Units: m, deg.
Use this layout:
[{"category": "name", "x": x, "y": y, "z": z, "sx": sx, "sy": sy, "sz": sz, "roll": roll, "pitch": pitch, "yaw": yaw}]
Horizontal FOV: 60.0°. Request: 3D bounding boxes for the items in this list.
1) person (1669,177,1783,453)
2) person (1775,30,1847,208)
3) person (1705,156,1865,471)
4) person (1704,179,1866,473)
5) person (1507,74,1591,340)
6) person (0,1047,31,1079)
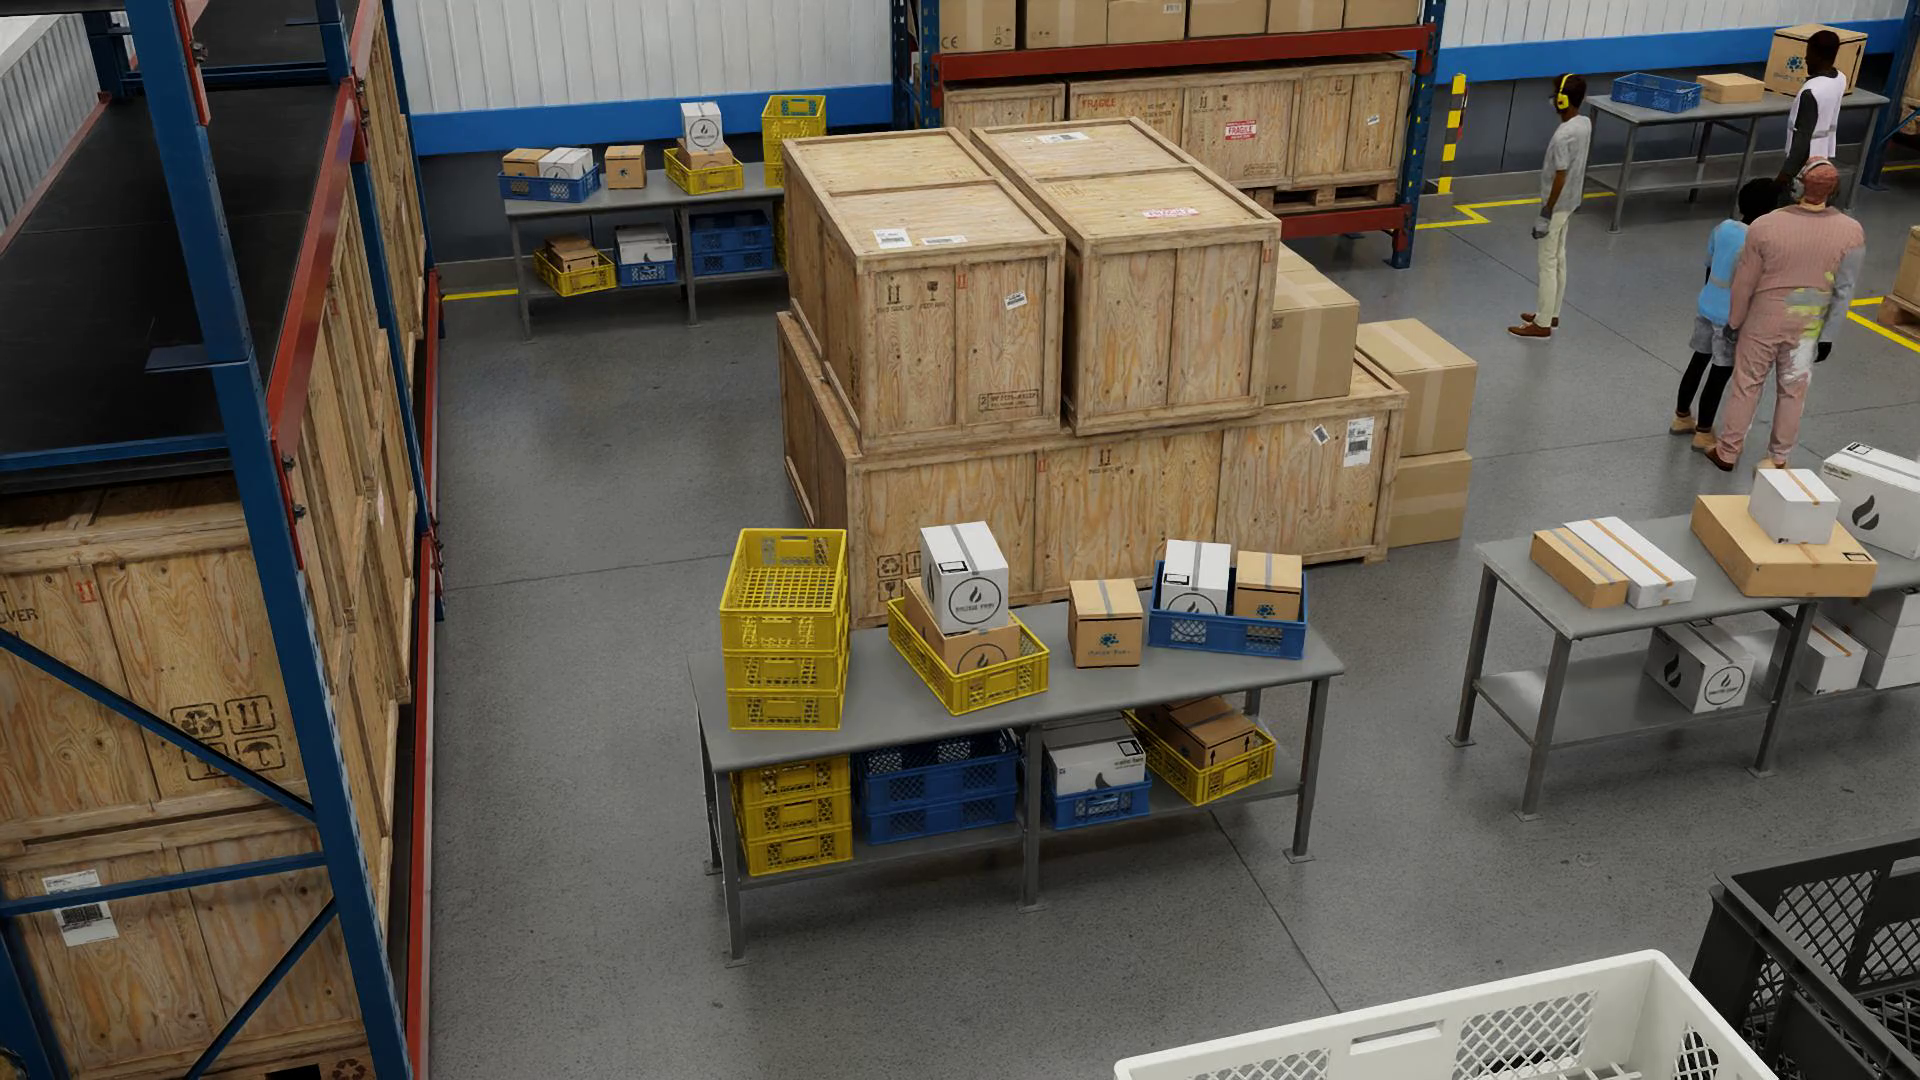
[{"category": "person", "x": 4.662, "y": -1.367, "z": 10.097, "sx": 0.320, "sy": 1.698, "sz": 0.538, "roll": -3, "pitch": 29, "yaw": -5}, {"category": "person", "x": 6.410, "y": -2.892, "z": 12.647, "sx": 0.389, "sy": 1.915, "sz": 0.590, "roll": 23, "pitch": 36, "yaw": 35}, {"category": "person", "x": 4.822, "y": -1.299, "z": 9.758, "sx": 0.643, "sy": 1.913, "sz": 0.410, "roll": 5, "pitch": 29, "yaw": 9}, {"category": "person", "x": 4.855, "y": -1.277, "z": 9.791, "sx": 0.429, "sy": 1.841, "sz": 0.634, "roll": -18, "pitch": 34, "yaw": -29}, {"category": "person", "x": 4.169, "y": -2.329, "z": 11.679, "sx": 0.334, "sy": 1.863, "sz": 0.514, "roll": 20, "pitch": 35, "yaw": 32}, {"category": "person", "x": -2.127, "y": 1.902, "z": 3.932, "sx": 0.374, "sy": 1.933, "sz": 0.625, "roll": 23, "pitch": 36, "yaw": 36}]
